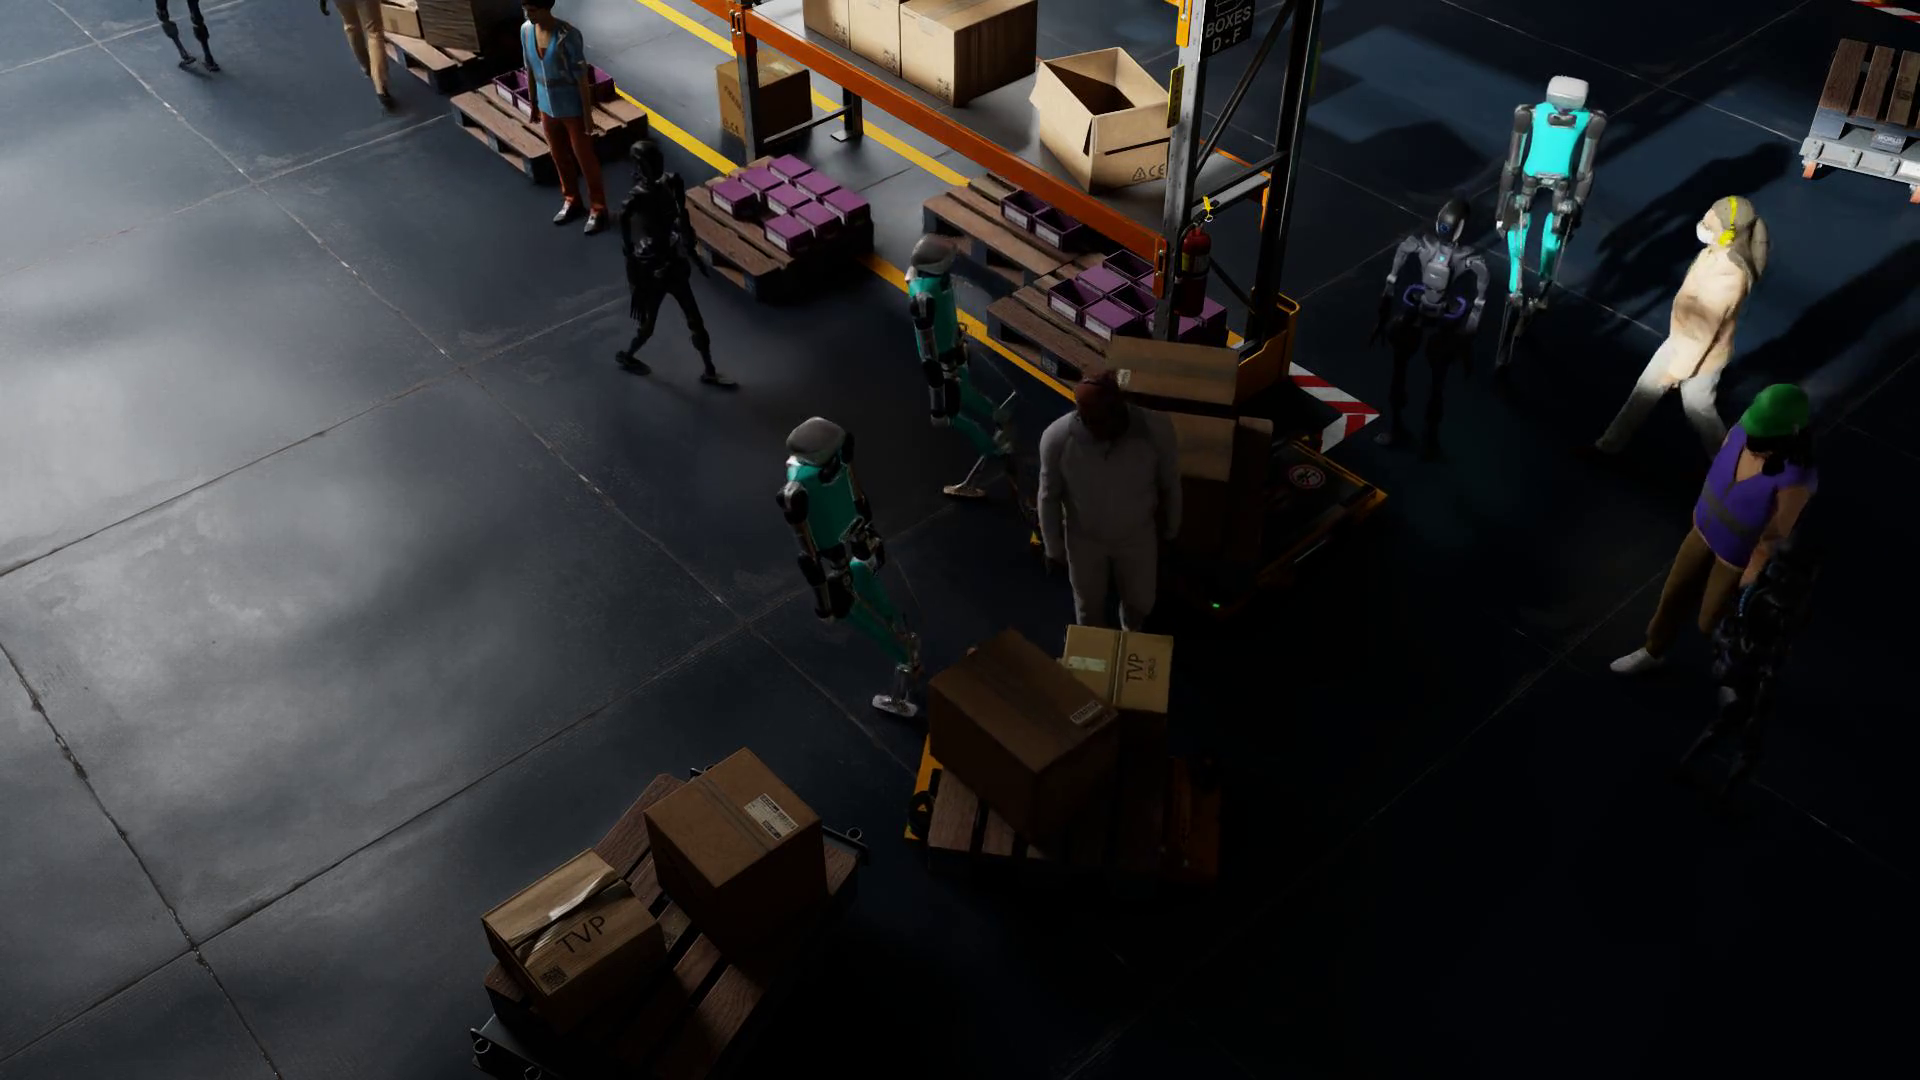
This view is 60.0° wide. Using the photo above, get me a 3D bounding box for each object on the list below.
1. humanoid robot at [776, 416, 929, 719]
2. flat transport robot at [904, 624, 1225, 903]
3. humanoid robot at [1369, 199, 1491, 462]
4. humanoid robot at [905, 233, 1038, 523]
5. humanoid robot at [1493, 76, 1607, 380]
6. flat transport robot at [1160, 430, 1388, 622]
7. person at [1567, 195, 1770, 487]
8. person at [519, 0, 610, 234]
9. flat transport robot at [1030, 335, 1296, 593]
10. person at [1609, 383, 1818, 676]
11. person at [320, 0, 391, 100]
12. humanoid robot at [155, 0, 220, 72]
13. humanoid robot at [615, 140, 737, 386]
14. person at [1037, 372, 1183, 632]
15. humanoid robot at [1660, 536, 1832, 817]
[{"bbox_3d":[-0.379,0.266,7.784,0.816,1.845,0.557,19,46,19],"label":"humanoid robot"},{"bbox_3d":[0.500,1.212,7.777,1.431,0.231,0.659,6,43,7],"label":"flat transport robot"},{"bbox_3d":[2.621,-1.190,9.347,0.612,1.650,0.311,20,46,20],"label":"humanoid robot"},{"bbox_3d":[0.151,-0.780,8.910,0.850,1.863,0.549,6,43,7],"label":"humanoid robot"},{"bbox_3d":[3.465,-1.780,9.986,0.551,1.824,0.868,9,43,10],"label":"humanoid robot"},{"bbox_3d":[1.677,-0.106,9.211,1.431,0.231,0.659,-31,51,-30],"label":"flat transport robot"},{"bbox_3d":[4.068,-1.061,9.103,0.962,1.832,0.567,12,44,12],"label":"person"},{"bbox_3d":[-2.673,-2.905,11.155,0.507,1.757,0.332,16,45,17],"label":"person"},{"bbox_3d":[1.149,-0.108,9.213,1.431,0.231,0.659,8,43,9],"label":"flat transport robot"},{"bbox_3d":[3.717,0.004,7.886,0.642,1.899,0.591,-13,44,-14],"label":"person"},{"bbox_3d":[-4.613,-4.211,12.598,0.557,1.714,0.813,-7,43,-8],"label":"person"},{"bbox_3d":[-6.129,-4.438,12.880,0.608,1.645,0.362,-28,49,-27],"label":"humanoid robot"},{"bbox_3d":[-1.775,-1.619,9.852,0.779,1.625,0.608,24,48,24],"label":"humanoid robot"},{"bbox_3d":[0.705,-0.027,7.937,0.699,1.878,0.444,-1,43,-1],"label":"person"},{"bbox_3d":[3.560,0.582,7.427,0.415,1.653,0.609,8,43,8],"label":"humanoid robot"}]
